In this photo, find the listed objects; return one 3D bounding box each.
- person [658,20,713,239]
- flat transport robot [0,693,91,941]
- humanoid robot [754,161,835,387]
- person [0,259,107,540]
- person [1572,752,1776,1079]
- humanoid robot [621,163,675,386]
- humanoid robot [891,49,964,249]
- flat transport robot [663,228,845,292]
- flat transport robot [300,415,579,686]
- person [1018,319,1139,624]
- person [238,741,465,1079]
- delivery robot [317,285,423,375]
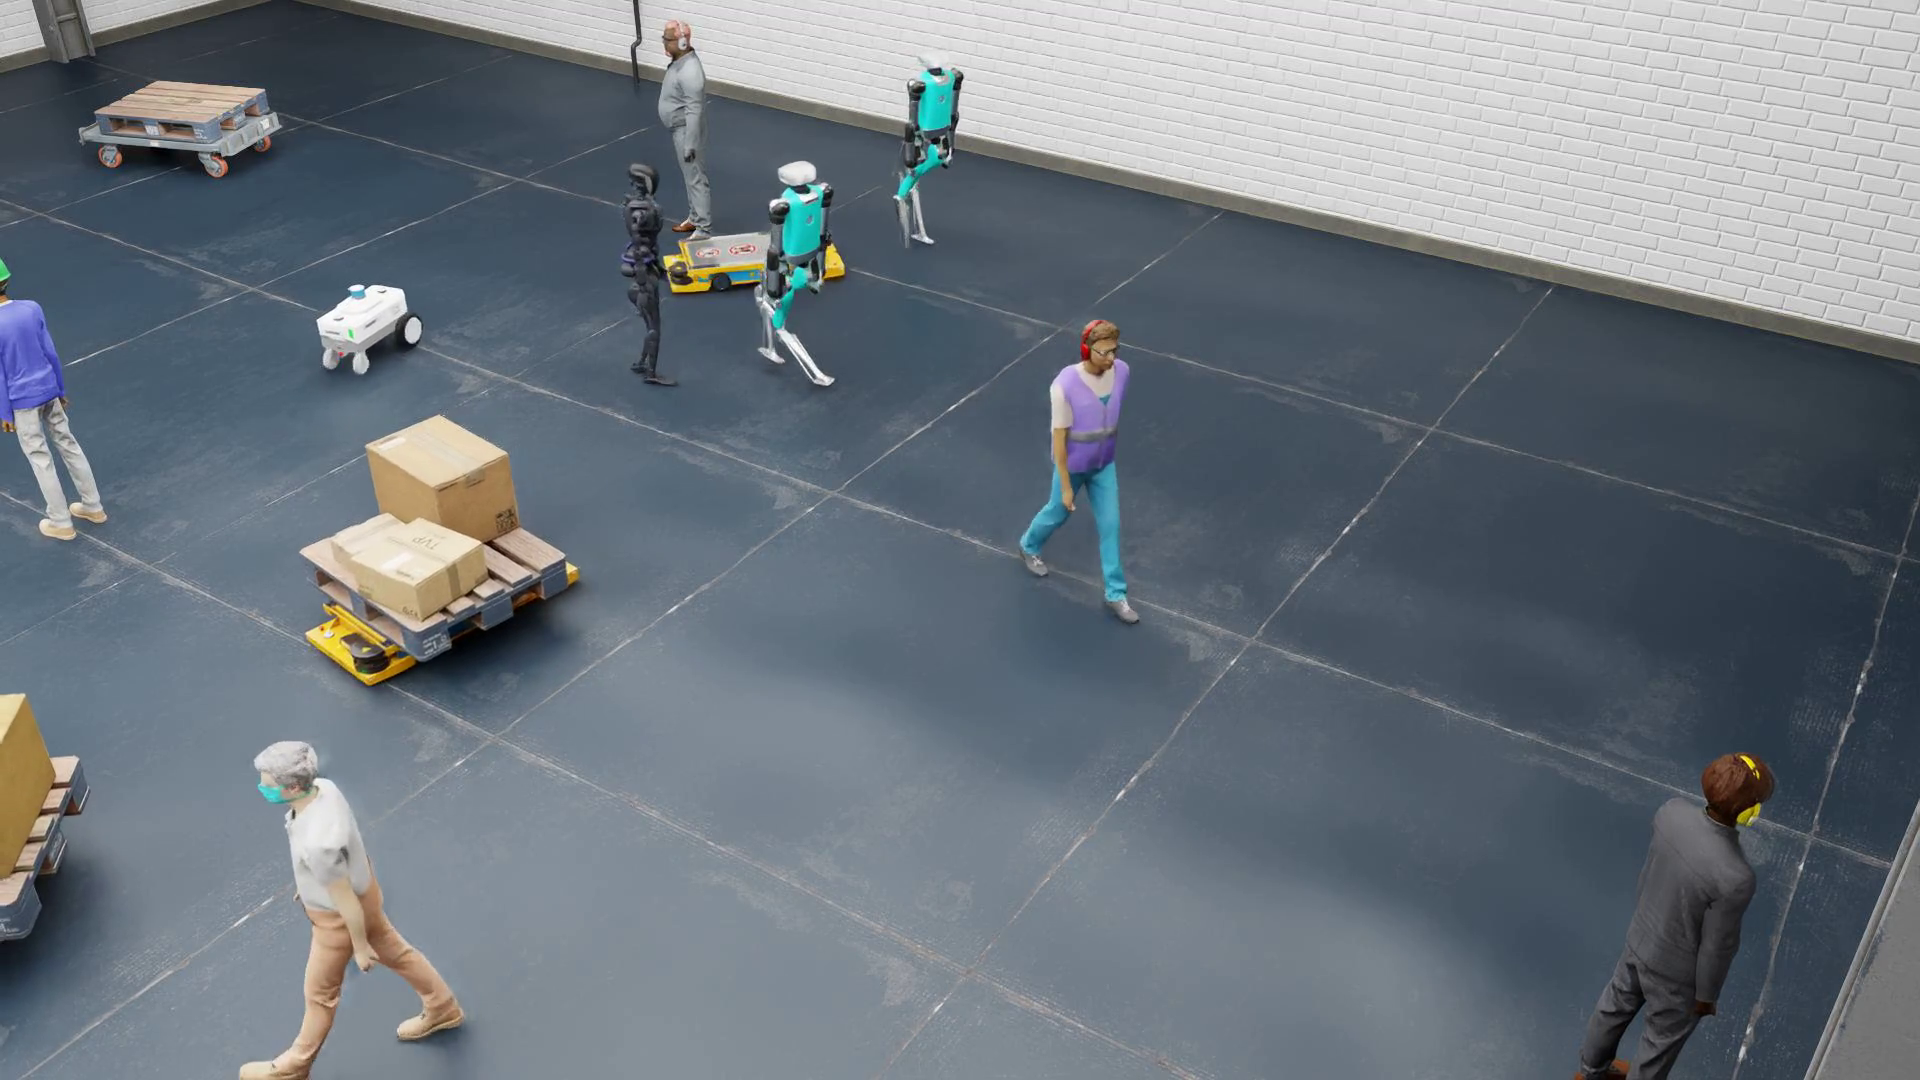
[{"bbox_3d":[-2.330,-3.445,14.103,0.411,1.908,0.641,-9,34,-13],"label":"person"},{"bbox_3d":[-4.767,1.636,7.710,0.659,0.231,1.431,-5,33,-7],"label":"flat transport robot"},{"bbox_3d":[-1.286,-1.919,11.900,1.013,1.733,0.539,28,42,36],"label":"humanoid robot"},{"bbox_3d":[-5.672,-0.873,10.148,0.375,1.867,0.452,13,35,19],"label":"person"},{"bbox_3d":[2.721,1.568,6.345,0.353,1.866,0.490,-8,34,-13],"label":"person"},{"bbox_3d":[-2.276,-1.905,11.941,0.382,1.659,0.613,1,33,1],"label":"humanoid robot"},{"bbox_3d":[-0.358,-3.256,14.037,0.532,1.848,0.763,-24,40,-32],"label":"humanoid robot"},{"bbox_3d":[-1.730,-2.338,13.894,1.431,0.231,0.659,-8,34,-13],"label":"flat transport robot"},{"bbox_3d":[-3.012,0.343,9.723,0.659,0.231,1.431,26,41,34],"label":"flat transport robot"},{"bbox_3d":[0.698,-0.459,9.556,0.589,1.804,0.957,-20,38,-29],"label":"person"},{"bbox_3d":[-2.532,1.479,6.633,0.918,1.694,0.510,-10,34,-16],"label":"person"},{"bbox_3d":[-4.483,-1.627,12.515,0.499,0.586,0.765,11,34,17],"label":"delivery robot"}]
